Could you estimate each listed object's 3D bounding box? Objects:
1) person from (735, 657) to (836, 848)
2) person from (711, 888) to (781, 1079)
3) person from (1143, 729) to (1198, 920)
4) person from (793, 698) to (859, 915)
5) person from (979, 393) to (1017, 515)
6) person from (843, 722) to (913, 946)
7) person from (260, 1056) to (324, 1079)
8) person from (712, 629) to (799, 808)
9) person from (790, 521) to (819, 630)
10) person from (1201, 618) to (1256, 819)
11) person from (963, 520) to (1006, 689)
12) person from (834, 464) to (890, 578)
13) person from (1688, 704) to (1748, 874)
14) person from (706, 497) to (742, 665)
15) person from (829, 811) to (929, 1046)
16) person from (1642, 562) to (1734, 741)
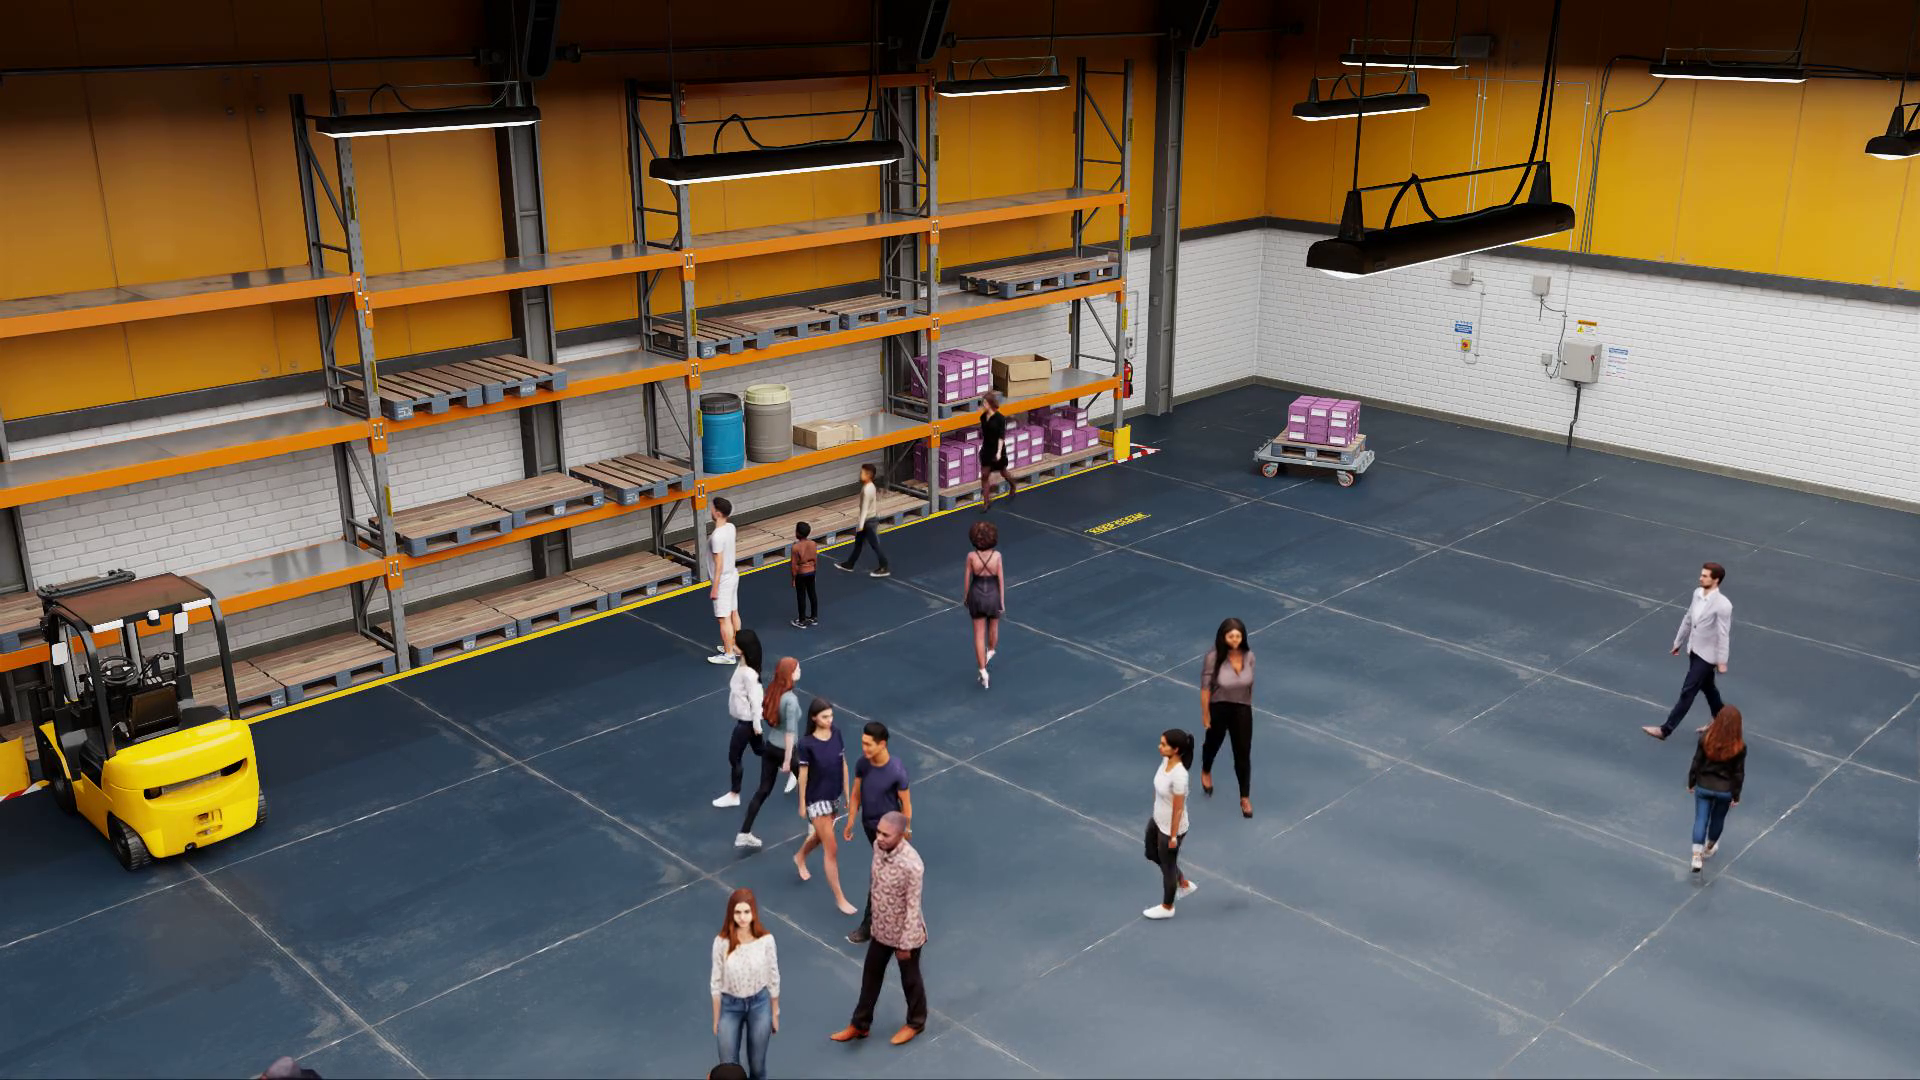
[{"bbox_3d":[-1.576,1.835,14.076,1.190,1.701,0.659,-14,23,-36],"label":"person"},{"bbox_3d":[-1.383,2.973,10.665,0.777,1.723,0.830,-3,19,-8],"label":"person"},{"bbox_3d":[1.722,2.220,13.035,0.808,1.637,0.744,-2,19,-6],"label":"person"},{"bbox_3d":[-1.139,2.066,13.345,0.619,1.731,1.027,18,25,42],"label":"person"},{"bbox_3d":[0.530,-1.225,23.222,0.722,1.665,1.117,12,22,32],"label":"person"},{"bbox_3d":[-0.546,2.198,12.954,0.673,1.731,1.154,15,24,37],"label":"person"},{"bbox_3d":[-3.598,3.534,9.075,0.713,1.673,0.697,13,22,33],"label":"person"},{"bbox_3d":[-1.788,1.593,14.846,1.174,1.670,0.980,-4,19,-12],"label":"person"},{"bbox_3d":[-1.780,0.389,19.074,0.411,1.252,0.578,-16,24,-40],"label":"person"},{"bbox_3d":[2.344,1.525,14.857,1.165,1.792,1.151,-3,19,-8],"label":"person"},{"bbox_3d":[0.257,0.705,17.350,1.022,1.755,1.063,0,19,-1],"label":"person"},{"bbox_3d":[-1.072,-0.225,20.615,0.997,1.433,0.912,-1,19,-4],"label":"person"},{"bbox_3d":[6.231,2.074,13.749,0.749,1.459,0.996,9,21,26],"label":"person"},{"bbox_3d":[-2.554,0.430,18.010,0.831,1.854,0.713,4,19,11],"label":"person"},{"bbox_3d":[-0.375,2.652,11.512,0.933,1.790,0.772,-14,23,-36],"label":"person"},{"bbox_3d":[7.283,1.103,16.097,1.285,1.800,1.167,-2,19,-6],"label":"person"}]
